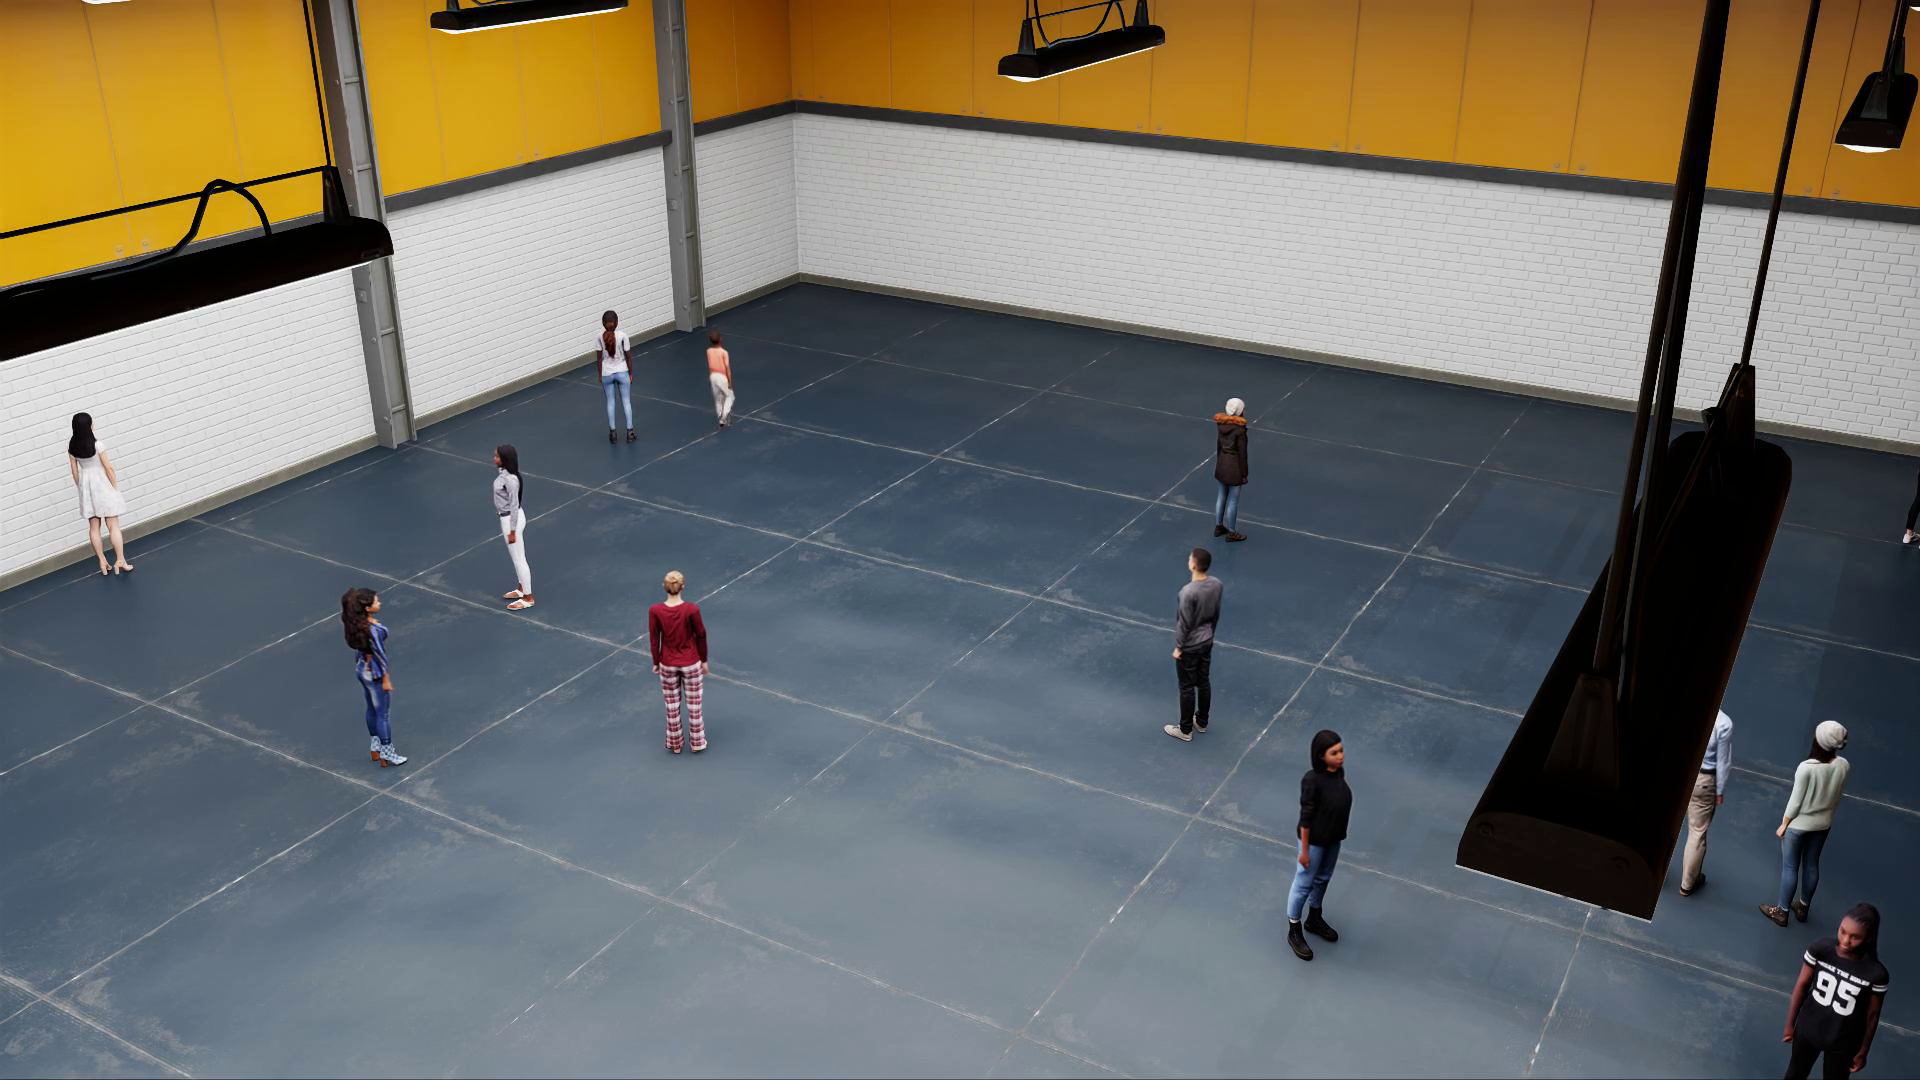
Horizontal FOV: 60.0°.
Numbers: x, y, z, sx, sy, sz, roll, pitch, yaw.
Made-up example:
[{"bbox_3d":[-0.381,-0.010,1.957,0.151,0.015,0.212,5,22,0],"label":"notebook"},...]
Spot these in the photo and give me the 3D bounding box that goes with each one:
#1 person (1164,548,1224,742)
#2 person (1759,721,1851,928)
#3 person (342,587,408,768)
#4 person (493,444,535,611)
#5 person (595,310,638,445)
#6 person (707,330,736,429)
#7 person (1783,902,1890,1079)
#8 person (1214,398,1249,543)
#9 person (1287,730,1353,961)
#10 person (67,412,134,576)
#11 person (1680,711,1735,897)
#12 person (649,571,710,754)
[{"bbox_3d":[2.020,0.883,14.264,0.606,1.761,0.748,-18,29,-35],"label":"person"},{"bbox_3d":[6.046,2.002,11.849,0.641,1.645,0.693,-5,24,-12],"label":"person"},{"bbox_3d":[-4.892,1.128,13.885,0.667,1.615,0.674,-18,29,-35],"label":"person"},{"bbox_3d":[-4.491,-0.155,16.683,0.712,1.725,0.676,-9,25,-20],"label":"person"},{"bbox_3d":[-4.374,-2.081,21.096,0.661,1.719,0.687,-2,24,-5],"label":"person"},{"bbox_3d":[-3.152,-2.069,21.598,0.501,1.295,0.546,12,26,26],"label":"person"},{"bbox_3d":[5.083,2.885,9.723,0.655,1.728,0.624,20,31,38],"label":"person"},{"bbox_3d":[2.973,-0.783,18.232,0.759,1.634,0.733,-14,27,-29],"label":"person"},{"bbox_3d":[2.500,2.086,11.585,0.581,1.702,0.699,-19,30,-36],"label":"person"},{"bbox_3d":[-9.012,-0.489,17.386,0.761,1.774,0.788,1,24,2],"label":"person"},{"bbox_3d":[5.346,1.751,12.169,0.647,1.848,0.611,15,28,30],"label":"person"},{"bbox_3d":[-2.362,1.019,14.031,0.688,1.698,0.691,-1,24,-3],"label":"person"}]
